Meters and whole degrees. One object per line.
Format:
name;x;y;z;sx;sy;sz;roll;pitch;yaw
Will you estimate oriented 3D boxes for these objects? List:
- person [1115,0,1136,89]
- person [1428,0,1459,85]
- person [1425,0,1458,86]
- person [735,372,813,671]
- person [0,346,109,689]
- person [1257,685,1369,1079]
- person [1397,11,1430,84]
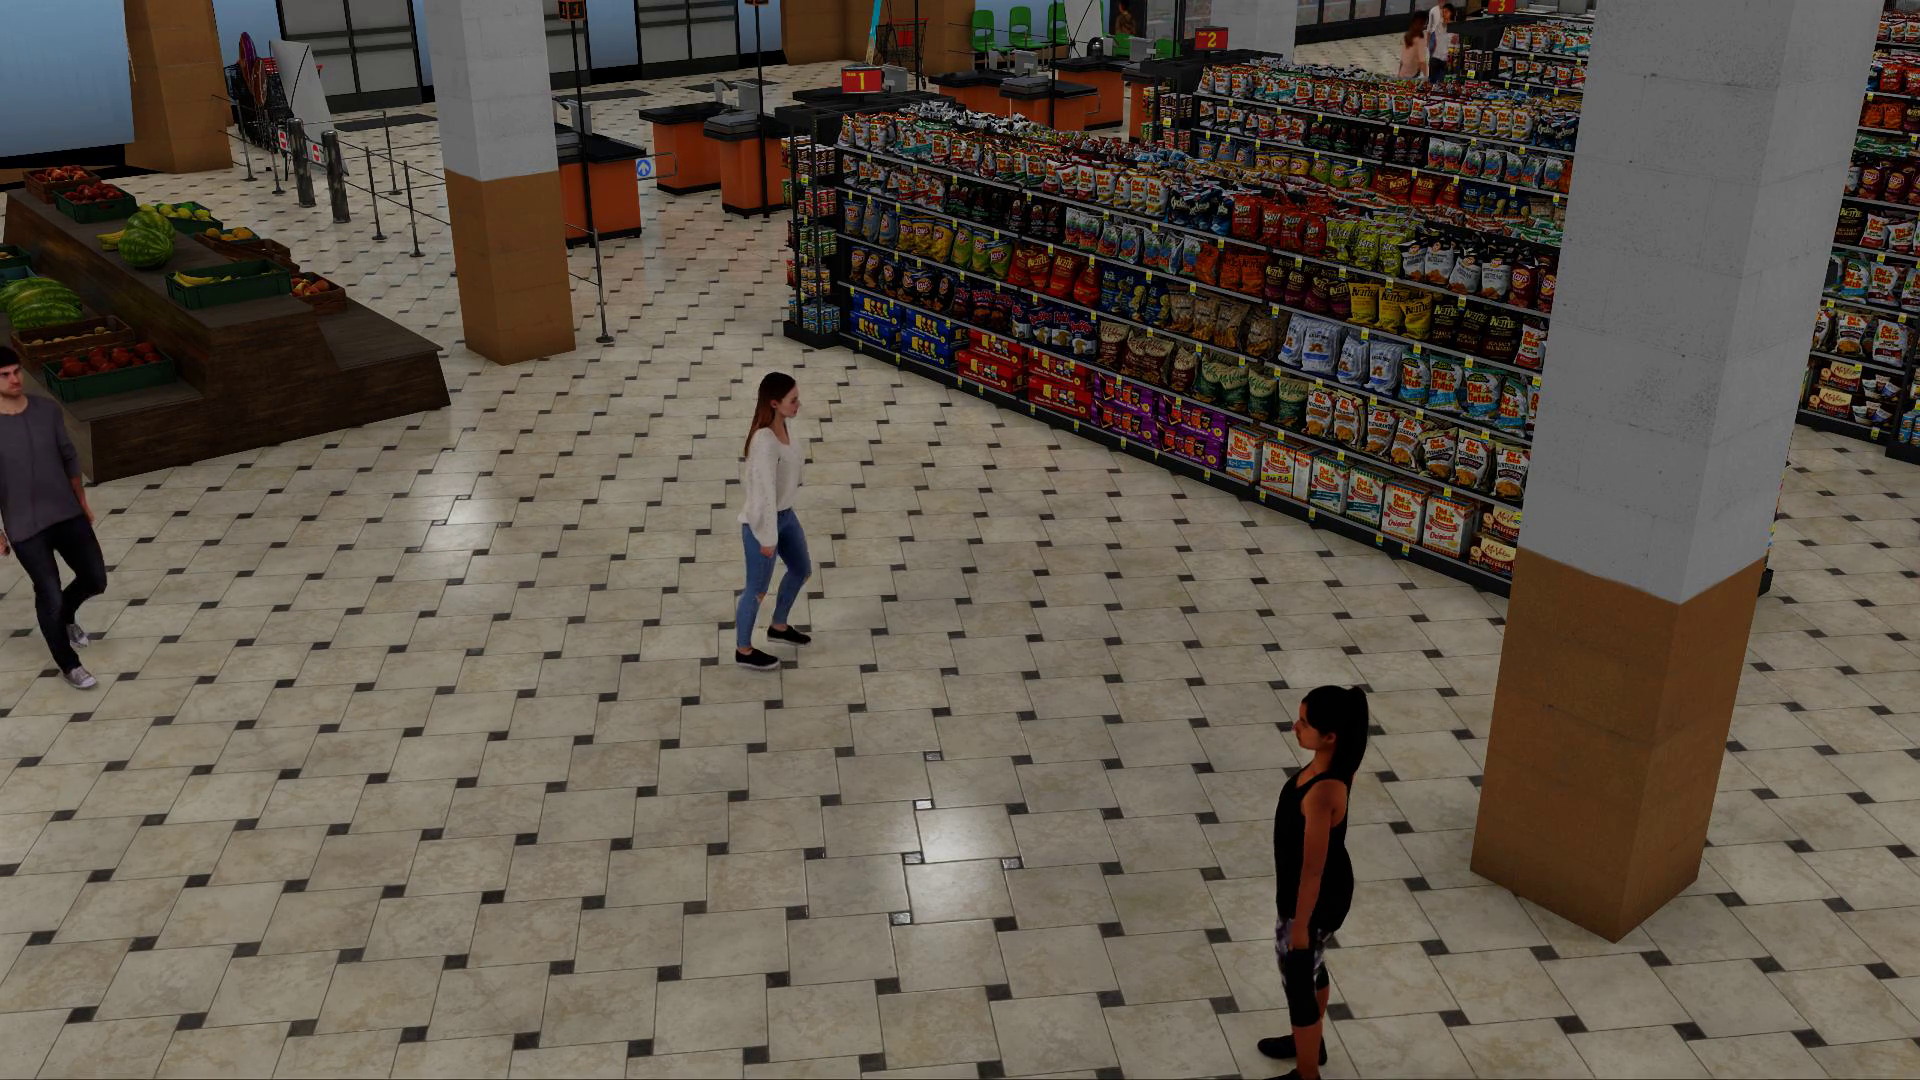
person;2.748;-8.315;27.856;0.600;1.454;0.581;-15;28;-31
person;7.456;-7.347;25.460;1.013;1.602;0.724;20;30;38
person;7.747;-8.017;26.903;1.159;1.672;1.045;9;25;20
person;-1.049;-0.092;8.790;0.842;1.673;0.792;4;24;10
person;-4.830;-0.136;8.679;0.901;1.844;0.808;15;28;31
person;1.241;1.225;5.794;0.675;1.663;0.657;7;25;16
person;6.179;-6.418;23.147;1.000;1.754;1.094;-5;24;-12
